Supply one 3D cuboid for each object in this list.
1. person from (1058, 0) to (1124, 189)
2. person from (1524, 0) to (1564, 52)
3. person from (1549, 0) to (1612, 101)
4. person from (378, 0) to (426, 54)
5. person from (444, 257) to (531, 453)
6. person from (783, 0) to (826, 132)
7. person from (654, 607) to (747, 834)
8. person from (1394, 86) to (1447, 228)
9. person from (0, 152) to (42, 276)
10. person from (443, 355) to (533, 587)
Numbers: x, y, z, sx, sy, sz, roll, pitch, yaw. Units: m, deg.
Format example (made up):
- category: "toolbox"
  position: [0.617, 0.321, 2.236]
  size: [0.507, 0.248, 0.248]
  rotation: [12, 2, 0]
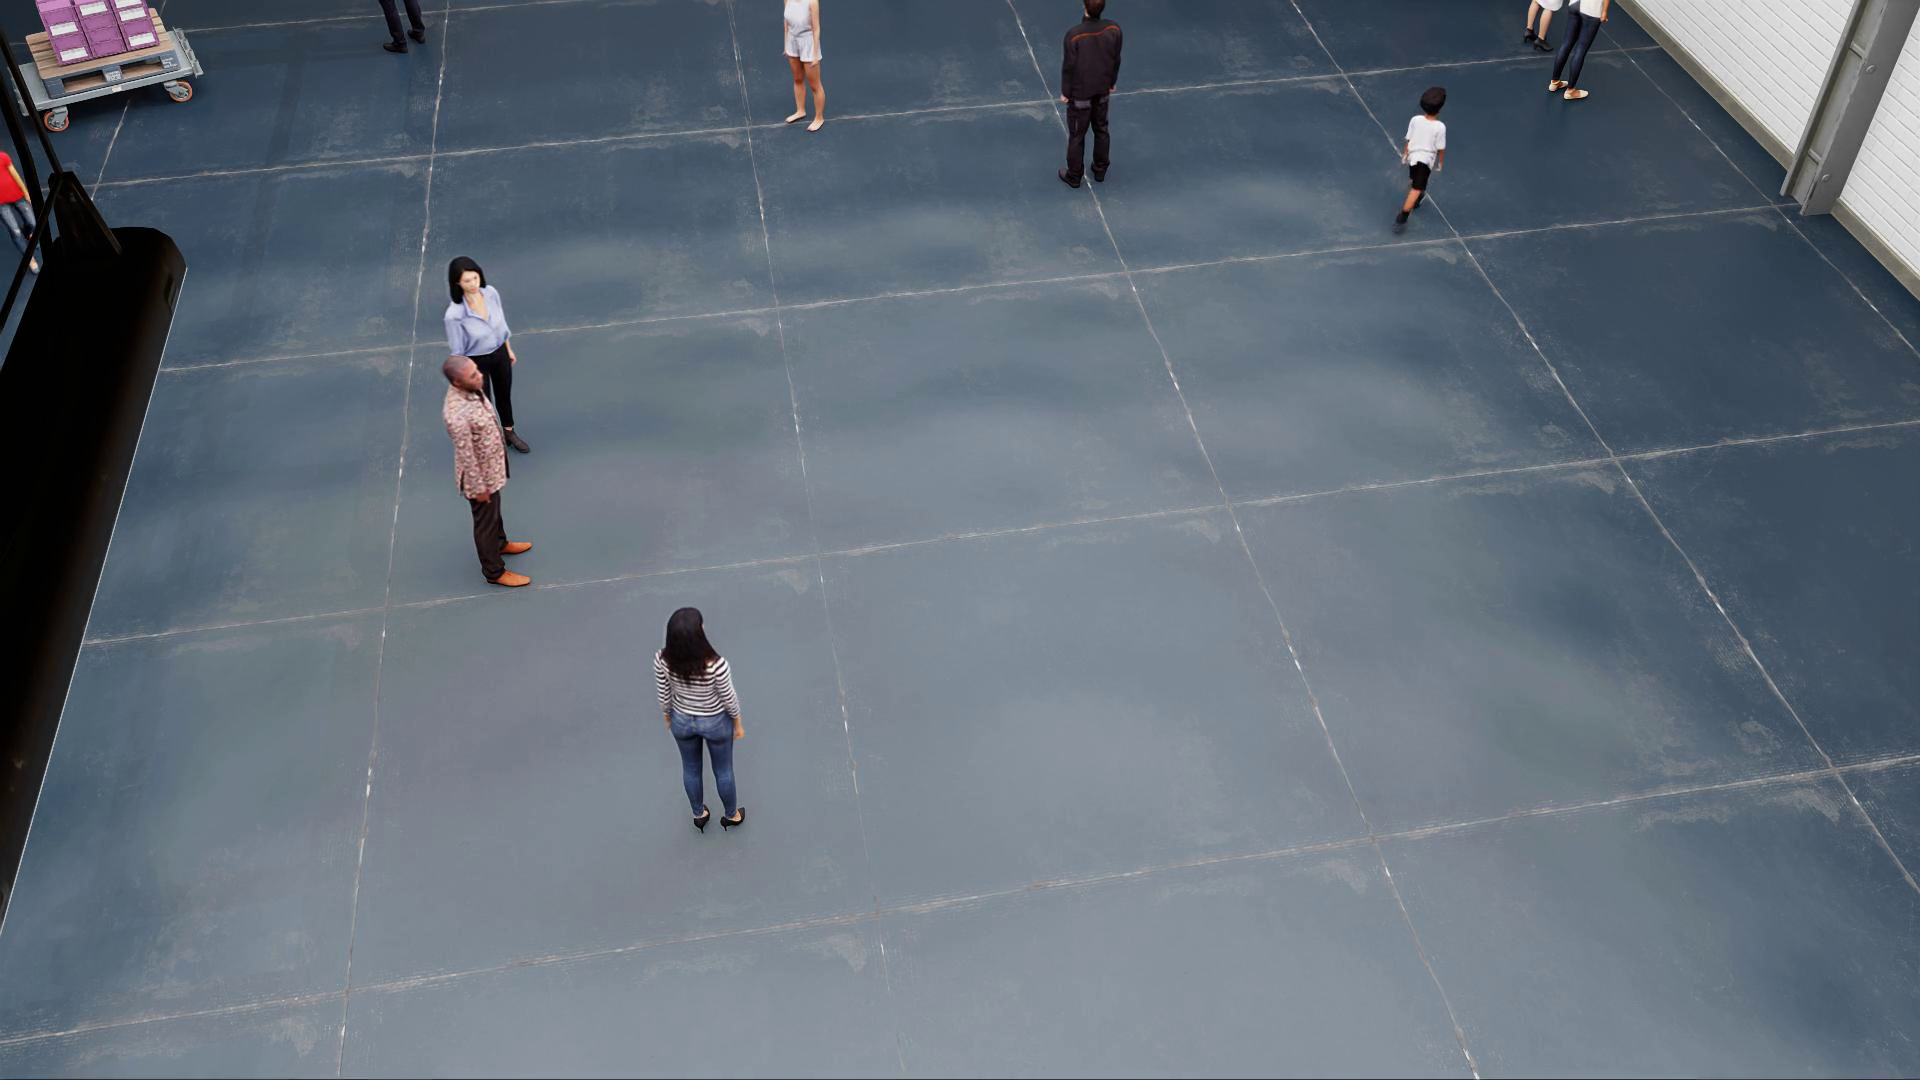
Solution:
- category: "person"
  position: [1.143, -3.979, 14.659]
  size: [0.763, 1.839, 0.655]
  rotation: [-16, 46, -16]
- category: "person"
  position: [5.943, -5.687, 16.656]
  size: [0.637, 1.556, 0.488]
  rotation: [-12, 45, -12]
- category: "person"
  position: [5.968, -5.075, 15.848]
  size: [0.717, 1.785, 0.568]
  rotation: [-20, 47, -20]
- category: "person"
  position: [-5.722, -5.783, 16.552]
  size: [0.858, 1.839, 0.786]
  rotation: [24, 49, 23]
- category: "person"
  position: [-3.388, -1.278, 11.893]
  size: [0.775, 1.743, 0.731]
  rotation: [29, 51, 27]
- category: "person"
  position: [-1.454, -4.621, 15.503]
  size: [0.660, 1.605, 0.724]
  rotation: [28, 50, 26]
- category: "person"
  position: [-1.464, 1.045, 9.417]
  size: [0.648, 1.796, 0.593]
  rotation: [5, 44, 5]
- category: "person"
  position: [3.974, -3.293, 14.371]
  size: [0.858, 1.243, 0.913]
  rotation: [27, 50, 25]
- category: "person"
  position: [-7.959, -2.864, 13.883]
  size: [0.646, 1.296, 0.752]
  rotation: [-27, 50, -25]
- category: "person"
  position: [-3.181, -0.484, 11.013]
  size: [0.752, 1.807, 0.542]
  rotation: [-4, 44, -4]
